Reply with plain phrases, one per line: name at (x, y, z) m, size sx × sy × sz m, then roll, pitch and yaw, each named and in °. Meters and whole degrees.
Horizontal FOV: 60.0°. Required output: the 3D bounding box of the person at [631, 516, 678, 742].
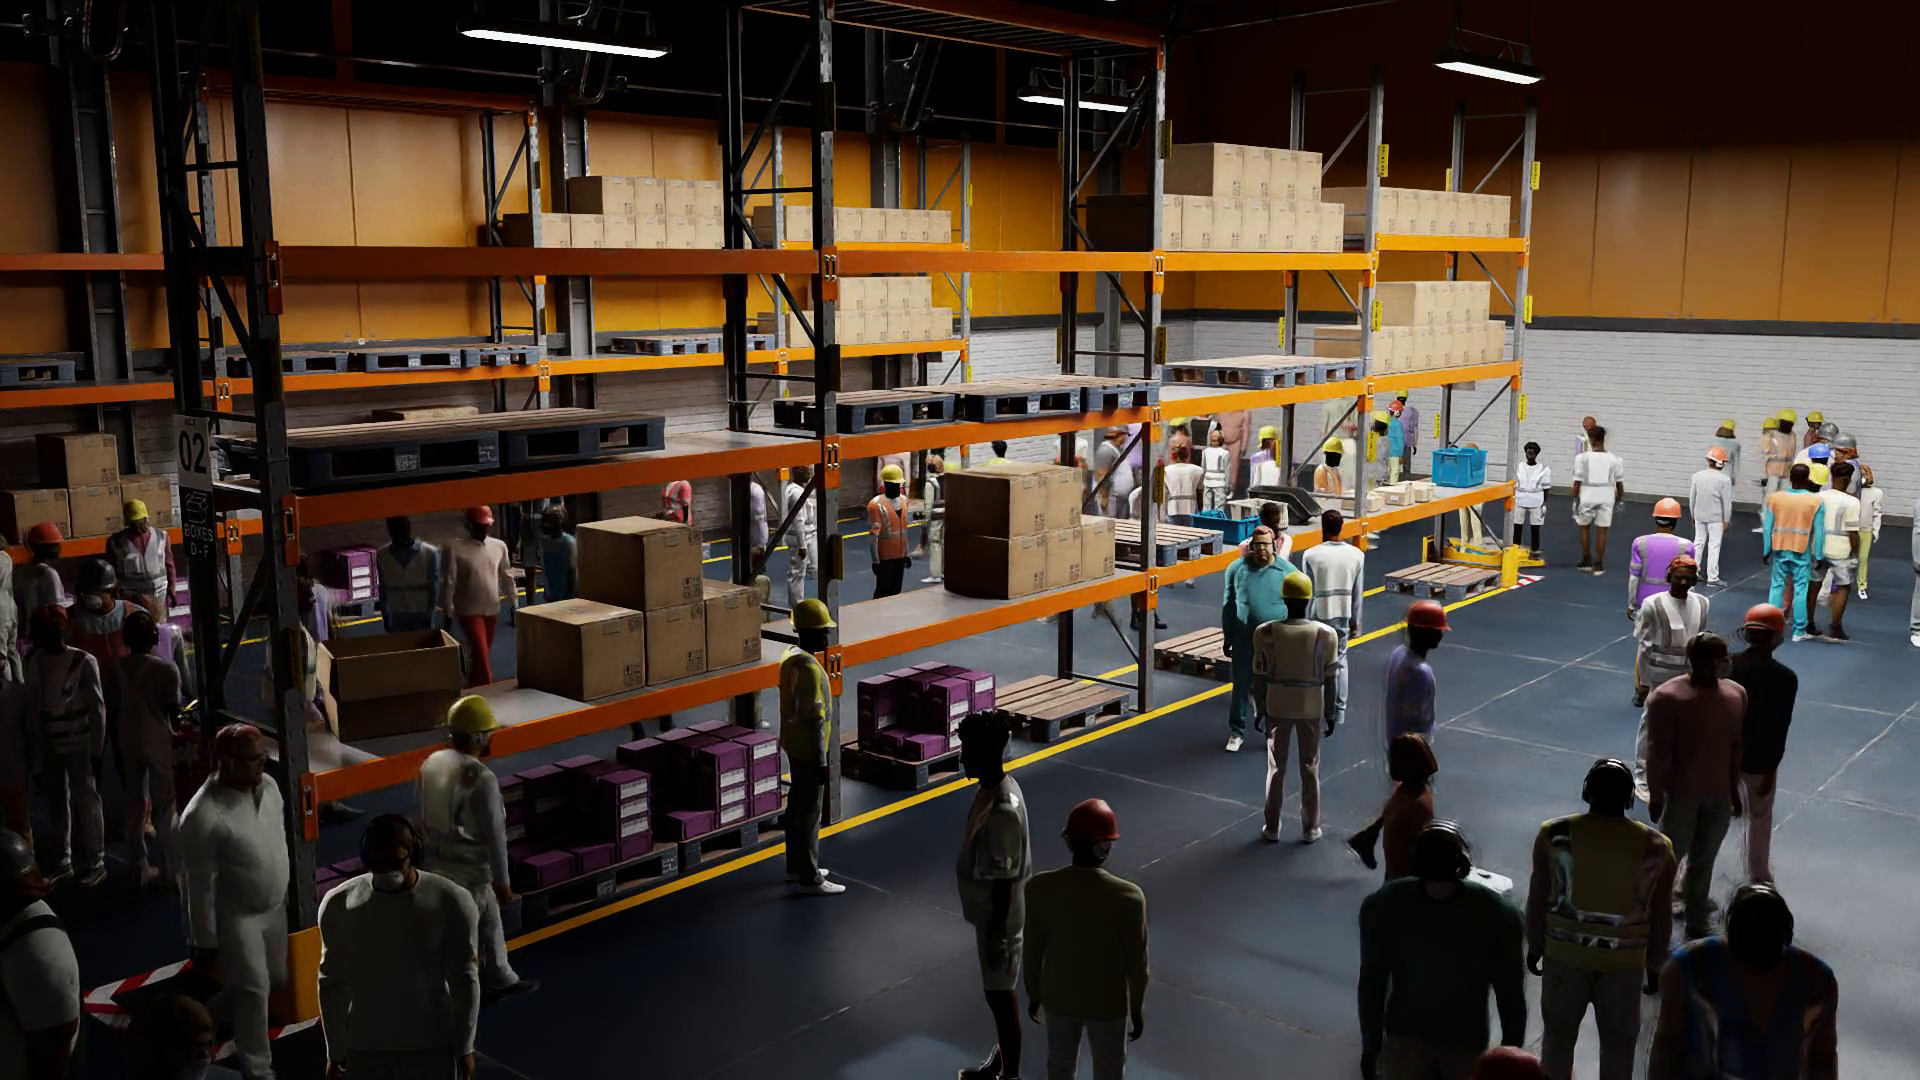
person at (-2.669, 0.755, 14.106) m, size 0.607 × 1.931 × 0.809 m, roll 1°, pitch 10°, yaw 4°

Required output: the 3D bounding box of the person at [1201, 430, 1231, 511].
person at (3.705, -0.771, 24.090) m, size 0.313 × 1.636 × 0.517 m, roll -9°, pitch 13°, yaw -42°

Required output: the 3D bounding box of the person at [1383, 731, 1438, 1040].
person at (2.334, 1.802, 8.736) m, size 0.275 × 1.632 × 0.507 m, roll 0°, pitch 10°, yaw 0°

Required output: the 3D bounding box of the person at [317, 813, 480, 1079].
person at (-2.219, 2.007, 6.615) m, size 0.630 × 1.938 × 0.373 m, roll -1°, pitch 10°, yaw -6°

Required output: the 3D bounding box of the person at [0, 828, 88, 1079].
person at (-3.526, 2.032, 6.156) m, size 0.537 × 2.000 × 0.689 m, roll -7°, pitch 12°, yaw -38°

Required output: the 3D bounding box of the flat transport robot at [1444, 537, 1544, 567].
flat transport robot at (7.257, 0.153, 22.643) m, size 0.652 × 0.197 × 1.431 m, roll -2°, pitch 10°, yaw -14°

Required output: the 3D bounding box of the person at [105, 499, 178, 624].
person at (-7.841, 0.499, 15.966) m, size 0.597 × 1.820 × 0.404 m, roll -8°, pitch 12°, yaw -39°

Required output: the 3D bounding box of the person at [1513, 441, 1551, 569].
person at (7.553, -0.469, 22.109) m, size 0.535 × 1.699 × 0.318 m, roll 5°, pitch 11°, yaw 26°

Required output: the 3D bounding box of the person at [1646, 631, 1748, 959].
person at (4.307, 1.481, 9.743) m, size 0.635 × 1.939 × 0.361 m, roll -2°, pitch 10°, yaw -14°

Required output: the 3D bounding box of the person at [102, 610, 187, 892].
person at (-5.235, 1.366, 10.743) m, size 0.505 × 1.838 × 0.351 m, roll 1°, pitch 10°, yaw 4°

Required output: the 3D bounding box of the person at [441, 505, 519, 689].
person at (-4.161, 0.643, 14.691) m, size 0.962 × 1.951 × 0.652 m, roll 8°, pitch 12°, yaw 40°

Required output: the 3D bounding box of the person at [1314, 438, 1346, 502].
person at (4.533, -0.302, 20.431) m, size 0.374 × 1.924 × 0.594 m, roll 5°, pitch 11°, yaw 28°

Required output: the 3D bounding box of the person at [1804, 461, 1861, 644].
person at (9.342, 0.124, 17.827) m, size 0.393 × 1.955 × 0.621 m, roll -5°, pitch 11°, yaw -28°

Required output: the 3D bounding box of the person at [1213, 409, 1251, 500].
person at (4.572, -1.593, 28.287) m, size 0.660 × 1.870 × 0.793 m, roll 4°, pitch 10°, yaw 23°

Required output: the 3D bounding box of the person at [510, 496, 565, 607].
person at (-4.705, -0.034, 18.488) m, size 0.615 × 2.039 × 0.391 m, roll 1°, pitch 10°, yaw 8°

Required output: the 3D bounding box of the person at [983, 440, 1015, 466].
person at (0.581, -0.567, 22.754) m, size 0.551 × 1.670 × 0.716 m, roll 2°, pitch 10°, yaw 12°

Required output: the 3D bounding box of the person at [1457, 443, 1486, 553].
person at (6.901, -0.504, 22.528) m, size 0.272 × 1.627 × 0.496 m, roll -5°, pitch 11°, yaw -27°

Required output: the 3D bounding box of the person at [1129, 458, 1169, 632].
person at (2.113, 0.044, 18.340) m, size 0.551 × 1.932 × 0.378 m, roll -7°, pitch 12°, yaw -37°

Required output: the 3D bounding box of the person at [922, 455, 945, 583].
person at (-0.297, -0.267, 21.078) m, size 0.310 × 1.640 × 0.518 m, roll 5°, pitch 11°, yaw 26°

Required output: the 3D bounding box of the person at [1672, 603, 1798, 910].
person at (4.901, 1.367, 10.535) m, size 1.068 × 1.922 × 0.621 m, roll -7°, pitch 12°, yaw -37°

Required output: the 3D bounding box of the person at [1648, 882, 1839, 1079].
person at (2.910, 2.133, 6.215) m, size 0.628 × 1.824 × 0.474 m, roll 1°, pitch 10°, yaw 8°

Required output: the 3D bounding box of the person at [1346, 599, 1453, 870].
person at (2.882, 1.322, 10.766) m, size 0.548 × 1.917 × 0.556 m, roll 0°, pitch 10°, yaw -1°

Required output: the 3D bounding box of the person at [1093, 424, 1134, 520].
person at (2.018, -0.638, 22.096) m, size 0.582 × 2.000 × 0.709 m, roll 3°, pitch 10°, yaw 19°

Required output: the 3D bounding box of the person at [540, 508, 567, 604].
person at (-3.923, 0.508, 16.275) m, size 0.317 × 1.695 × 0.540 m, roll -9°, pitch 13°, yaw -42°

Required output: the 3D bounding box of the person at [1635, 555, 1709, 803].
person at (5.376, 1.038, 12.560) m, size 0.575 × 1.882 × 0.360 m, roll -3°, pitch 10°, yaw -15°

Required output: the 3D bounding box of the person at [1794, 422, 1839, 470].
person at (11.050, -0.507, 21.313) m, size 0.676 × 2.000 × 0.536 m, roll -3°, pitch 10°, yaw -19°

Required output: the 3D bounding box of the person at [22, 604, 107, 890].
person at (-5.812, 1.336, 10.781) m, size 0.575 × 1.883 × 0.362 m, roll 2°, pitch 10°, yaw 14°

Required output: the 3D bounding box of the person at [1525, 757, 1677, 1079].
person at (2.913, 1.893, 7.620) m, size 0.628 × 1.837 × 0.429 m, roll 3°, pitch 10°, yaw 17°

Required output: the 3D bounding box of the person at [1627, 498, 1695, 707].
person at (6.382, 0.576, 15.158) m, size 0.553 × 1.934 × 0.363 m, roll 5°, pitch 11°, yaw 27°

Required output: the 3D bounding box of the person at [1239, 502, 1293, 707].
person at (2.795, 0.588, 15.205) m, size 0.633 × 1.904 × 0.396 m, roll -5°, pitch 11°, yaw -30°

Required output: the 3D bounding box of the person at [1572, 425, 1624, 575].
person at (8.330, -0.525, 21.705) m, size 0.694 × 1.944 × 0.549 m, roll 3°, pitch 10°, yaw 15°

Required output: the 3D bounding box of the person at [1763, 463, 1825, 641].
person at (8.952, 0.129, 17.888) m, size 0.597 × 1.915 × 0.371 m, roll 8°, pitch 12°, yaw 40°

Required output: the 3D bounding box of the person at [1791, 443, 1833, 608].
person at (10.082, -0.169, 19.580) m, size 0.614 × 1.942 × 0.406 m, roll -5°, pitch 11°, yaw -25°

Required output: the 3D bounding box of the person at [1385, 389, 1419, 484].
person at (7.551, -1.657, 28.517) m, size 0.586 × 1.928 × 0.364 m, roll 1°, pitch 10°, yaw 8°

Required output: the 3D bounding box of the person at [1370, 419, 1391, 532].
person at (6.283, -0.983, 25.059) m, size 0.483 × 1.738 × 0.313 m, roll -9°, pitch 13°, yaw -43°

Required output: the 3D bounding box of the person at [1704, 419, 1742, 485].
person at (11.450, -0.952, 24.973) m, size 0.505 × 1.713 × 0.452 m, roll 1°, pitch 10°, yaw 7°

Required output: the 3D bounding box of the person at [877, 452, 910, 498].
person at (-0.938, -0.768, 23.730) m, size 0.533 × 1.754 × 0.356 m, roll 5°, pitch 11°, yaw 29°
